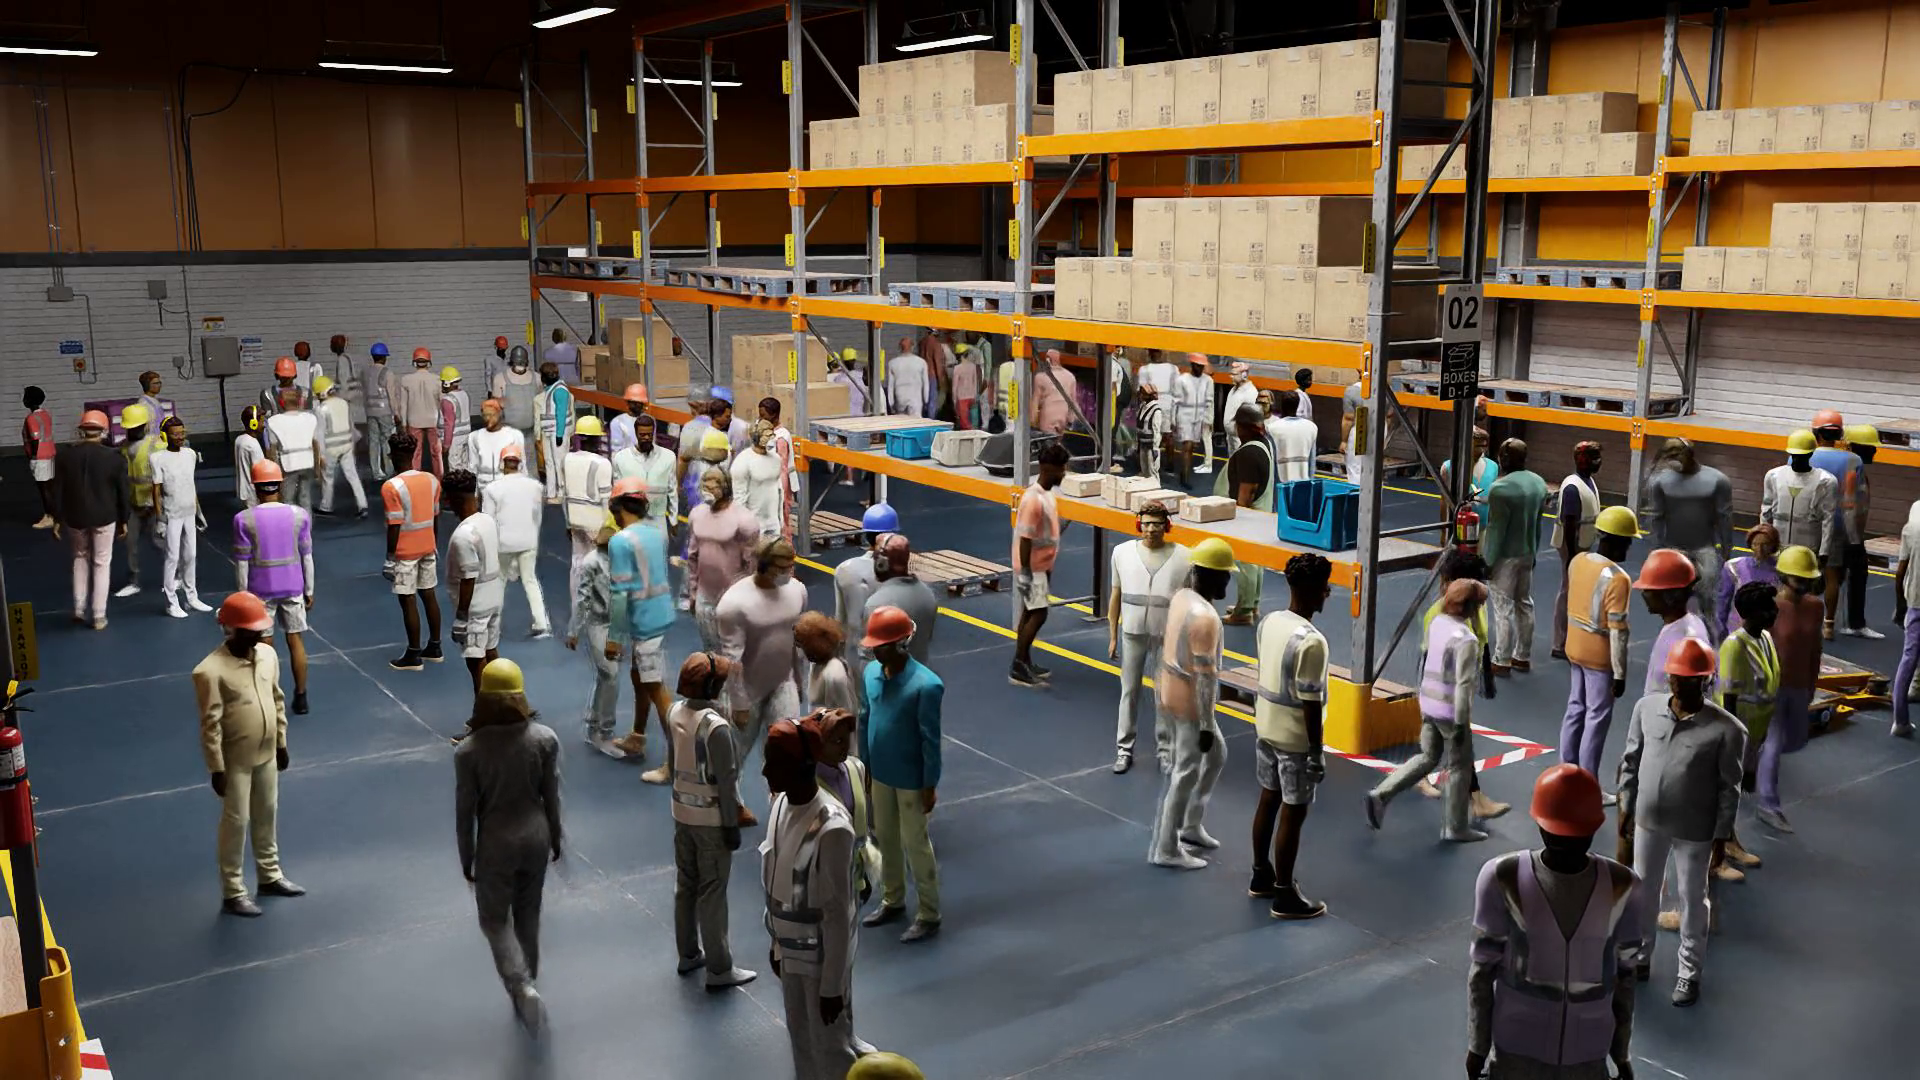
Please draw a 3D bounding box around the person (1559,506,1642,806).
[{"bbox_3d":[4.026,0.727,10.466,0.394,1.913,0.591,-2,11,-11],"label":"person"}]

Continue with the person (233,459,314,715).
[{"bbox_3d":[-5.064,0.363,12.304,0.548,1.925,0.392,-8,14,-35],"label":"person"}]

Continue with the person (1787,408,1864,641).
[{"bbox_3d":[7.518,-0.134,14.569,0.611,2.035,0.407,3,11,14],"label":"person"}]

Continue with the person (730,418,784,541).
[{"bbox_3d":[-1.784,-0.127,14.804,0.359,1.931,0.634,7,13,31],"label":"person"}]

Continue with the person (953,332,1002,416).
[{"bbox_3d":[0.346,-3.265,30.818,0.977,1.944,0.619,0,11,-1],"label":"person"}]

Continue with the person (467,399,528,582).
[{"bbox_3d":[-4.657,-0.481,16.749,0.594,1.866,0.509,0,11,0],"label":"person"}]

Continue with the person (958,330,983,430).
[{"bbox_3d":[0.181,-2.585,27.601,0.507,1.840,0.343,10,15,43],"label":"person"}]

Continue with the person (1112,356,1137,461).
[{"bbox_3d":[2.410,-2.112,25.194,0.441,1.843,0.515,11,15,44],"label":"person"}]

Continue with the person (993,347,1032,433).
[{"bbox_3d":[0.841,-1.936,24.372,0.787,1.800,0.631,-10,15,-41],"label":"person"}]

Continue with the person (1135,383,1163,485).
[{"bbox_3d":[2.364,-1.147,20.777,0.313,1.634,0.514,-4,12,-19],"label":"person"}]

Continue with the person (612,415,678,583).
[{"bbox_3d":[-2.873,-0.200,15.233,0.586,1.910,0.395,-4,12,-20],"label":"person"}]

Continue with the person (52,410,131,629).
[{"bbox_3d":[-7.821,-0.183,15.017,0.646,1.949,0.548,-3,11,-14],"label":"person"}]

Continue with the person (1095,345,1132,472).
[{"bbox_3d":[2.226,-2.004,24.107,0.535,2.000,0.681,-1,11,-4],"label":"person"}]

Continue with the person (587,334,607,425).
[{"bbox_3d":[-6.432,-2.848,29.475,0.286,1.633,0.499,-1,11,-7],"label":"person"}]

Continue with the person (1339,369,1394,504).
[{"bbox_3d":[4.902,-1.257,20.284,0.682,2.000,0.537,-4,12,-19],"label":"person"}]

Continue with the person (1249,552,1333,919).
[{"bbox_3d":[1.772,1.025,8.829,0.384,1.958,0.607,-3,12,-16],"label":"person"}]

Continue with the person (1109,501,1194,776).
[{"bbox_3d":[1.270,0.643,11.057,0.562,1.847,0.390,1,11,7],"label":"person"}]

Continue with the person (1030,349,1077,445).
[{"bbox_3d":[1.232,-1.669,22.804,0.657,1.887,0.614,-7,13,-32],"label":"person"}]

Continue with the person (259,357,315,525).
[{"bbox_3d":[-7.980,-1.164,19.815,0.607,2.040,0.378,-7,13,-32],"label":"person"}]

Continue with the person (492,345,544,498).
[{"bbox_3d":[-5.715,-1.534,21.701,0.678,2.000,0.537,-6,12,-27],"label":"person"}]

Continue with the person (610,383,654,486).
[{"bbox_3d":[-3.500,-0.714,17.880,0.488,1.933,0.563,9,14,40],"label":"person"}]

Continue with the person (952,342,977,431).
[{"bbox_3d":[0.119,-2.204,25.923,0.713,1.738,0.524,10,15,41],"label":"person"}]

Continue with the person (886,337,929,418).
[{"bbox_3d":[-0.797,-2.134,25.253,0.636,1.877,0.884,1,11,6],"label":"person"}]

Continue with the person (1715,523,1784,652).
[{"bbox_3d":[5.458,0.683,11.411,0.523,1.632,0.315,7,13,32],"label":"person"}]

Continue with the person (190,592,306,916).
[{"bbox_3d":[-3.785,1.126,8.862,0.357,1.741,0.570,4,12,19],"label":"person"}]

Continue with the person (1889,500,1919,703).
[{"bbox_3d":[7.292,0.348,12.462,0.400,1.894,0.653,-3,11,-15],"label":"person"}]

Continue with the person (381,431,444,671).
[{"bbox_3d":[-4.497,0.084,13.609,0.361,1.964,0.617,4,12,22],"label":"person"}]

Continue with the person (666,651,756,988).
[{"bbox_3d":[-1.229,1.339,8.027,0.311,1.640,0.514,-9,14,-40],"label":"person"}]

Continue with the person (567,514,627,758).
[{"bbox_3d":[-2.386,0.632,11.471,0.660,1.693,0.555,8,13,34],"label":"person"}]

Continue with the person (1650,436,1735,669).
[{"bbox_3d":[6.059,0.110,13.715,0.767,1.894,0.475,6,13,29],"label":"person"}]

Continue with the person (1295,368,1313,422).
[{"bbox_3d":[4.513,-1.435,22.071,0.317,1.697,0.540,3,11,14],"label":"person"}]

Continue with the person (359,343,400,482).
[{"bbox_3d":[-8.066,-1.775,23.204,0.606,1.939,0.420,6,12,27],"label":"person"}]

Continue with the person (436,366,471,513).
[{"bbox_3d":[-6.330,-1.255,20.805,0.403,1.835,0.586,2,11,8],"label":"person"}]

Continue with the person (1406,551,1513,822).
[{"bbox_3d":[3.126,0.885,10.303,0.543,1.643,0.881,-9,14,-39],"label":"person"}]

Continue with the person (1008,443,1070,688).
[{"bbox_3d":[0.630,0.189,13.155,0.478,1.938,0.641,2,11,11],"label":"person"}]

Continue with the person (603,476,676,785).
[{"bbox_3d":[-2.122,0.585,11.011,0.846,1.974,0.658,3,11,13],"label":"person"}]

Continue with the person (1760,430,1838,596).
[{"bbox_3d":[7.066,0.016,14.088,0.586,1.920,0.397,10,15,43],"label":"person"}]

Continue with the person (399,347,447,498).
[{"bbox_3d":[-7.025,-1.533,21.848,0.617,1.986,0.408,-4,12,-18],"label":"person"}]

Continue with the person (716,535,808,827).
[{"bbox_3d":[-1.156,0.877,9.822,0.643,1.873,1.020,-8,14,-37],"label":"person"}]

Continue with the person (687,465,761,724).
[{"bbox_3d":[-1.714,0.411,12.016,0.635,1.936,0.355,7,13,33],"label":"person"}]

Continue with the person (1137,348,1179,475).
[{"bbox_3d":[2.844,-1.888,23.758,0.654,1.950,0.417,-1,11,-7],"label":"person"}]

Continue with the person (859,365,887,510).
[{"bbox_3d":[-1.087,-1.295,20.979,0.331,1.844,0.521,-3,12,-16],"label":"person"}]

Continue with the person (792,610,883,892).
[{"bbox_3d":[-0.679,1.169,8.953,0.422,1.609,0.536,-3,11,-15],"label":"person"}]

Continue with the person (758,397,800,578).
[{"bbox_3d":[-1.821,-0.479,16.654,0.405,1.909,0.597,-3,12,-17],"label":"person"}]

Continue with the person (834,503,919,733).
[{"bbox_3d":[-0.494,0.738,10.344,0.609,1.939,0.417,6,13,28],"label":"person"}]
